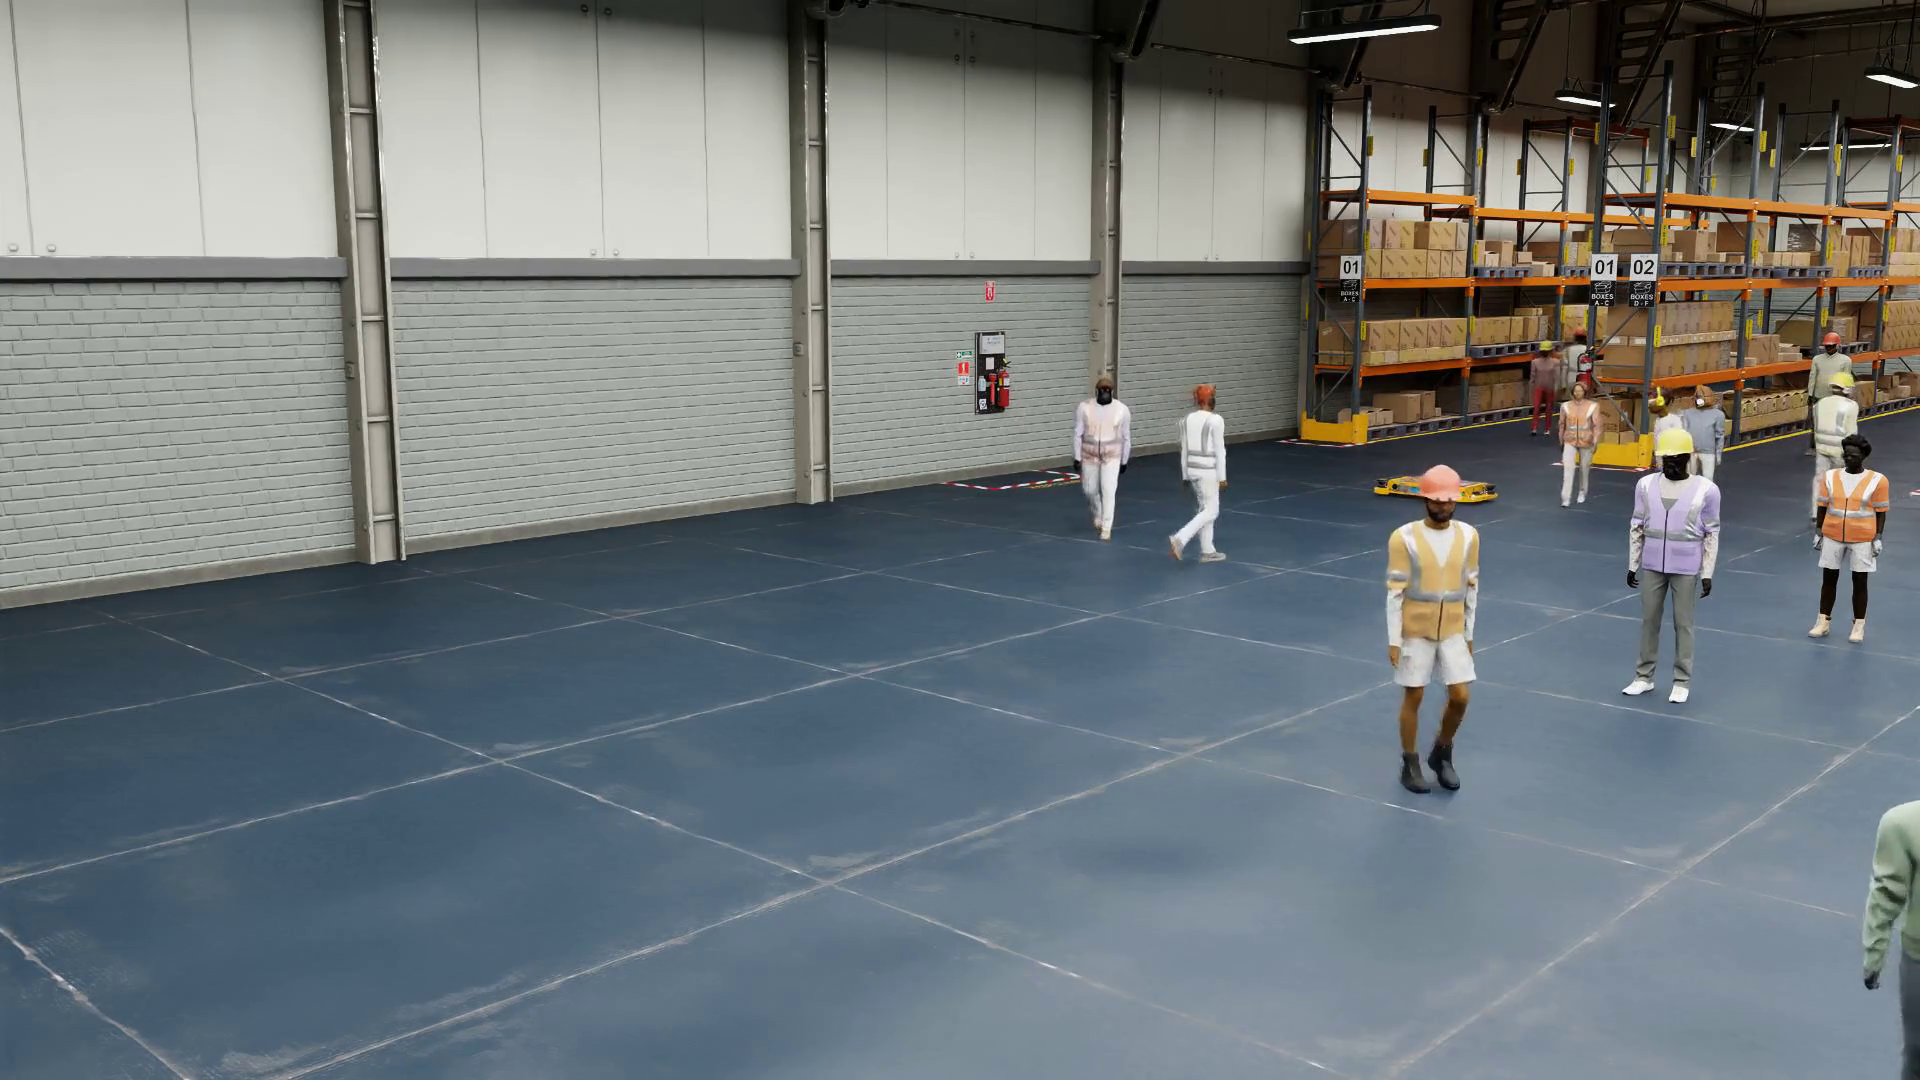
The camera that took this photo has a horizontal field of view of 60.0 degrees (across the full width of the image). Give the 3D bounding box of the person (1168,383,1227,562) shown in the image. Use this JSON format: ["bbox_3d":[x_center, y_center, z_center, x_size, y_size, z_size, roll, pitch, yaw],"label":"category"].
[{"bbox_3d":[2.434,-0.667,16.955,0.732,1.861,0.577,-5,11,-29],"label":"person"}]

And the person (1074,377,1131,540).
[{"bbox_3d":[1.610,-0.943,18.772,0.632,1.821,0.737,2,10,14],"label":"person"}]

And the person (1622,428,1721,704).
[{"bbox_3d":[4.962,0.176,11.628,0.594,1.925,0.379,9,13,43],"label":"person"}]

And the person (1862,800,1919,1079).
[{"bbox_3d":[3.176,1.378,5.312,0.530,1.592,0.654,5,11,30],"label":"person"}]

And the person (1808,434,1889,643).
[{"bbox_3d":[7.211,-0.018,13.500,0.540,1.697,0.317,9,13,43],"label":"person"}]

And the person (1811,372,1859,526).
[{"bbox_3d":[10.370,-1.067,19.556,0.759,1.804,0.627,-4,10,-23],"label":"person"}]

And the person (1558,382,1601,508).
[{"bbox_3d":[7.888,-1.226,21.194,0.519,1.594,0.874,5,10,27],"label":"person"}]

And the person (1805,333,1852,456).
[{"bbox_3d":[13.907,-2.322,26.650,0.622,1.990,0.398,9,13,43],"label":"person"}]

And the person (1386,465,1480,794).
[{"bbox_3d":[2.707,0.521,9.551,0.559,1.921,0.456,-1,9,-4],"label":"person"}]

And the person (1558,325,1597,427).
[{"bbox_3d":[10.875,-2.779,29.390,0.858,2.017,0.618,-6,11,-31],"label":"person"}]

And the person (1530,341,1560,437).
[{"bbox_3d":[10.502,-2.712,29.883,0.524,1.710,0.919,4,10,24],"label":"person"}]

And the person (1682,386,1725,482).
[{"bbox_3d":[8.808,-1.017,19.787,0.507,1.632,0.264,9,13,43],"label":"person"}]

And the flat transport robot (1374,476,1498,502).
[{"bbox_3d":[6.252,-0.679,21.870,1.431,0.197,0.652,9,13,43],"label":"flat transport robot"}]

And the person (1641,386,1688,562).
[{"bbox_3d":[7.201,-0.647,16.952,0.639,1.821,0.514,1,9,5],"label":"person"}]
